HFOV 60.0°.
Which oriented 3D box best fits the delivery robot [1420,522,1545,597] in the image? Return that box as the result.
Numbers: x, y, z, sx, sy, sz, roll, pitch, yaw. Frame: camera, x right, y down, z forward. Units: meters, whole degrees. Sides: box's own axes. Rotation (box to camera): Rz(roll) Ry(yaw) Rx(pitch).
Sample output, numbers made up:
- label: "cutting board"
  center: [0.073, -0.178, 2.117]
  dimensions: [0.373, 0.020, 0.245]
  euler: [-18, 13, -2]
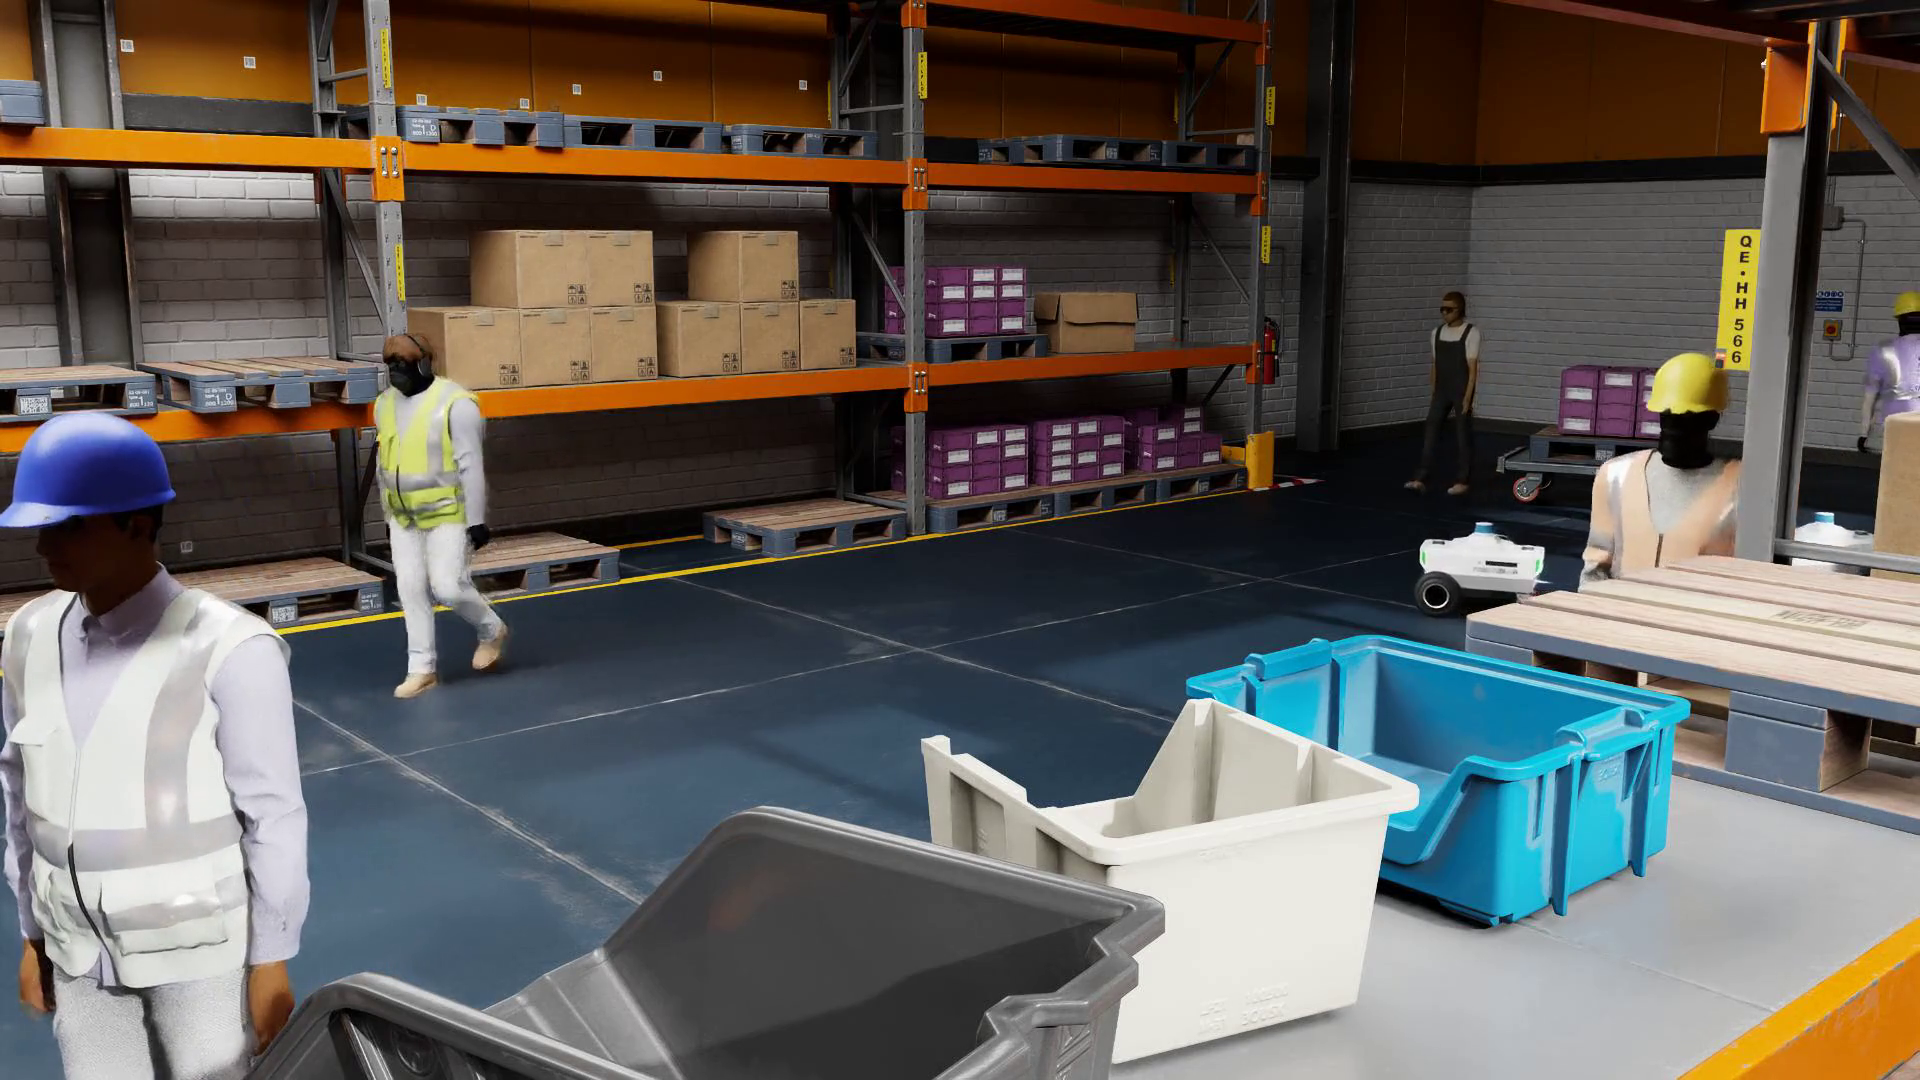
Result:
- label: "delivery robot"
  center: [3.149, 0.136, 10.027]
  dimensions: [0.707, 0.478, 0.477]
  euler: [4, 11, 22]

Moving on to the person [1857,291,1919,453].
- label: "person"
  center: [6.724, -0.808, 11.822]
  dimensions: [0.609, 1.890, 0.665]
  euler: [2, 10, 9]

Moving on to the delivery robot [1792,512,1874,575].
- label: "delivery robot"
  center: [5.390, 0.069, 10.401]
  dimensions: [0.707, 0.478, 0.477]
  euler: [-1, 10, -8]

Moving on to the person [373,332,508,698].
- label: "person"
  center: [-2.591, -0.137, 8.296]
  dimensions: [0.659, 1.818, 0.598]
  euler: [4, 11, 23]

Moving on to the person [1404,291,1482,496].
- label: "person"
  center: [4.277, -1.264, 14.636]
  dimensions: [0.513, 1.809, 0.898]
  euler: [10, 14, 43]

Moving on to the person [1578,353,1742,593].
- label: "person"
  center: [2.347, 0.331, 5.445]
  dimensions: [0.865, 1.903, 0.593]
  euler: [-9, 14, -42]

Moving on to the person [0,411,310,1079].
- label: "person"
  center: [-1.495, 0.729, 3.068]
  dimensions: [0.614, 1.945, 0.404]
  euler: [3, 11, 16]
